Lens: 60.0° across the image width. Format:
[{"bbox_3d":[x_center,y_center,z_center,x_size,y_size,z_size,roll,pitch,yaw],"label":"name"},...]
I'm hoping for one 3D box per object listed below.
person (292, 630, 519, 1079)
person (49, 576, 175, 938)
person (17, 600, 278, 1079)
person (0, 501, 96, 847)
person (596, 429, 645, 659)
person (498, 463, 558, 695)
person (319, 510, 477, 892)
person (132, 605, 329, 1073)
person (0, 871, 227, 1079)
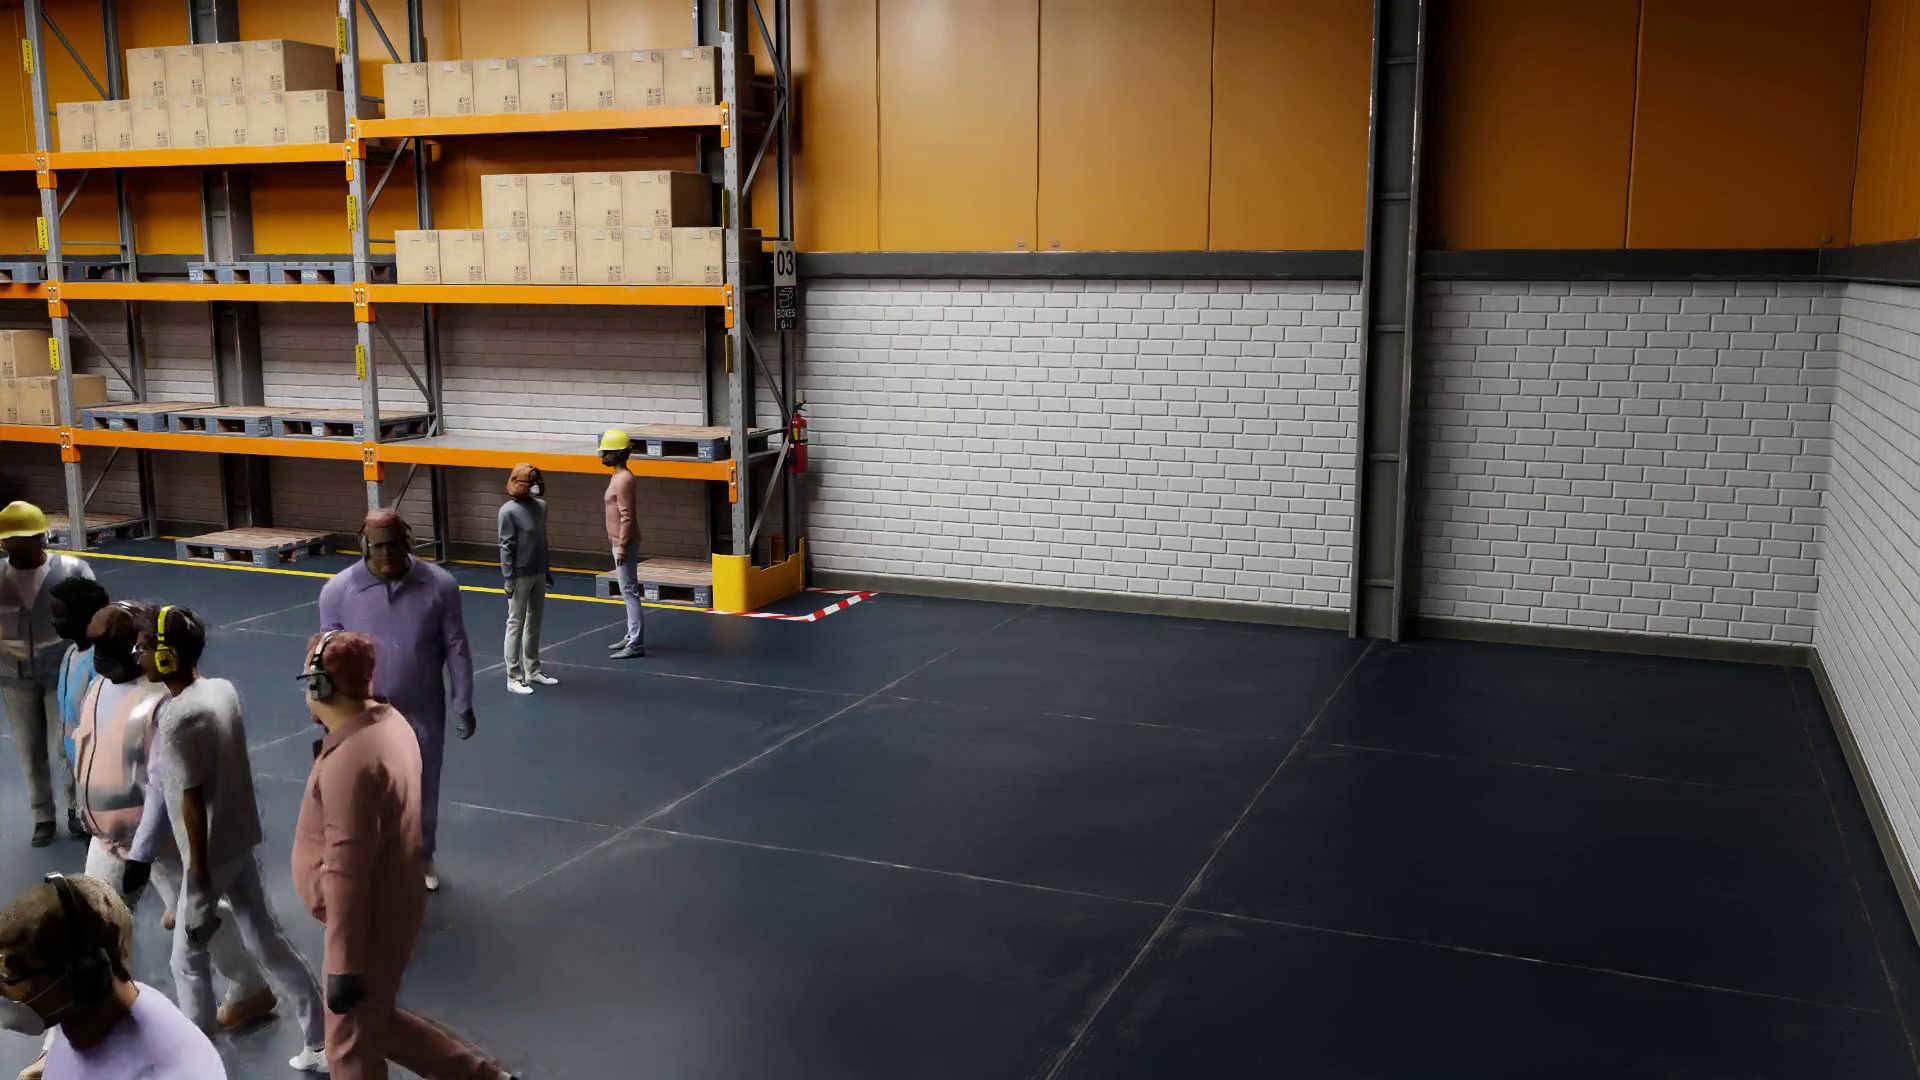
[{"bbox_3d":[-1.815,1.209,5.302,0.627,1.882,0.654,-2,10,-12],"label":"person"},{"bbox_3d":[-3.706,0.975,7.303,0.439,1.679,0.543,-9,13,-44],"label":"person"},{"bbox_3d":[-3.060,1.097,6.280,0.636,1.791,0.948,6,11,31],"label":"person"},{"bbox_3d":[-4.763,0.696,8.598,0.618,1.816,0.422,-3,10,-18],"label":"person"},{"bbox_3d":[-2.611,0.031,12.786,0.324,1.767,0.533,-2,10,-12],"label":"person"},{"bbox_3d":[-3.062,0.262,11.783,0.264,1.632,0.507,4,10,22],"label":"person"},{"bbox_3d":[-2.644,0.790,7.841,0.680,1.883,0.635,-4,10,-25],"label":"person"},{"bbox_3d":[-2.628,1.134,5.943,0.591,1.868,0.574,0,9,-1],"label":"person"},{"bbox_3d":[-1.481,1.528,3.275,0.639,1.914,0.656,-9,13,-42],"label":"person"}]
